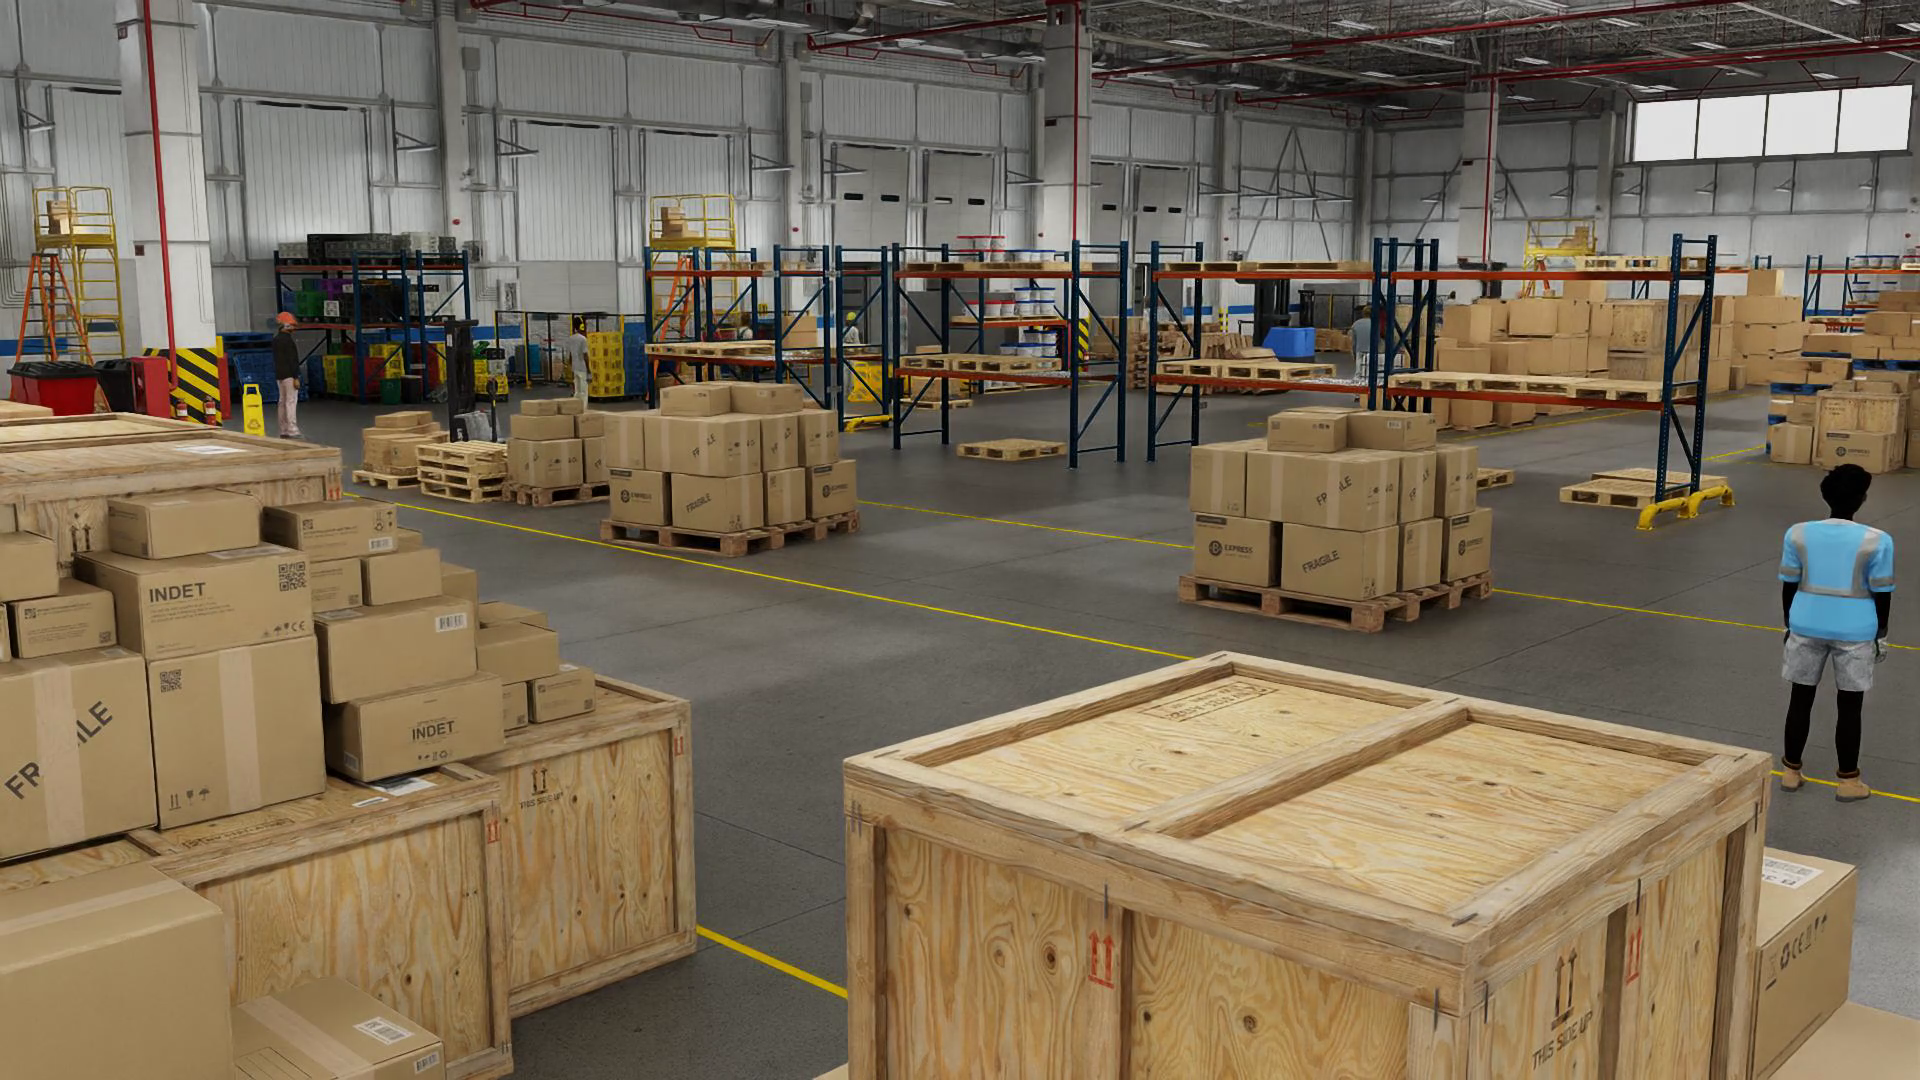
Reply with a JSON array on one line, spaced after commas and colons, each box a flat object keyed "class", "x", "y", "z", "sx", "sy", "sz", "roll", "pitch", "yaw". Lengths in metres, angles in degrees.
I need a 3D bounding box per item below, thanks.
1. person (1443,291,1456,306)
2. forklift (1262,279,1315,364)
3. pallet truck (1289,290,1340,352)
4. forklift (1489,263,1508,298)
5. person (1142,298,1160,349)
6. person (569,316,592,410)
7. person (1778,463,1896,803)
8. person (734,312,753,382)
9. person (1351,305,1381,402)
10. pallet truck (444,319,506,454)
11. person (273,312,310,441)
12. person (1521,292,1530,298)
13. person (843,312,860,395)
[{"class": "person", "x": 16.034, "y": -7.138, "z": 54.193, "sx": 0.630, "sy": 1.940, "sz": 0.372, "roll": 9, "pitch": 13, "yaw": 43}, {"class": "forklift", "x": 8.555, "y": -6.090, "z": 44.881, "sx": 1.873, "sy": 2.768, "sz": 1.129, "roll": 9, "pitch": 13, "yaw": 43}, {"class": "pallet truck", "x": 11.297, "y": -6.951, "z": 52.861, "sx": 1.885, "sy": 1.965, "sz": 0.823, "roll": -5, "pitch": 11, "yaw": -29}, {"class": "forklift", "x": 14.922, "y": -6.328, "z": 46.346, "sx": 1.873, "sy": 2.768, "sz": 1.129, "roll": 3, "pitch": 10, "yaw": 16}, {"class": "person", "x": 5.414, "y": -5.829, "z": 46.454, "sx": 0.807, "sy": 1.857, "sz": 0.338, "roll": -6, "pitch": 11, "yaw": -33}, {"class": "person", "x": -6.321, "y": -2.801, "z": 27.809, "sx": 0.515, "sy": 1.872, "sz": 0.328, "roll": 9, "pitch": 13, "yaw": 43}, {"class": "person", "x": 4.374, "y": 0.462, "z": 8.331, "sx": 0.536, "sy": 1.697, "sz": 0.318, "roll": 9, "pitch": 13, "yaw": 43}, {"class": "person", "x": -4.132, "y": -3.434, "z": 31.812, "sx": 0.521, "sy": 1.829, "sz": 0.525, "roll": 7, "pitch": 12, "yaw": 38}, {"class": "person", "x": 8.082, "y": -3.698, "z": 33.096, "sx": 0.630, "sy": 1.940, "sz": 0.372, "roll": 9, "pitch": 13, "yaw": 43}, {"class": "pallet truck", "x": -6.981, "y": -1.942, "z": 22.150, "sx": 1.885, "sy": 1.965, "sz": 0.823, "roll": 1, "pitch": 9, "yaw": 9}, {"class": "person", "x": -10.384, "y": -2.522, "z": 25.706, "sx": 0.612, "sy": 1.997, "sz": 0.375, "roll": 9, "pitch": 13, "yaw": 43}, {"class": "person", "x": 18.665, "y": -7.302, "z": 55.329, "sx": 0.499, "sy": 1.895, "sz": 0.576, "roll": -2, "pitch": 9, "yaw": -12}, {"class": "person", "x": -2.270, "y": -3.920, "z": 35.055, "sx": 0.487, "sy": 1.744, "sz": 0.297, "roll": 9, "pitch": 13, "yaw": 43}]
